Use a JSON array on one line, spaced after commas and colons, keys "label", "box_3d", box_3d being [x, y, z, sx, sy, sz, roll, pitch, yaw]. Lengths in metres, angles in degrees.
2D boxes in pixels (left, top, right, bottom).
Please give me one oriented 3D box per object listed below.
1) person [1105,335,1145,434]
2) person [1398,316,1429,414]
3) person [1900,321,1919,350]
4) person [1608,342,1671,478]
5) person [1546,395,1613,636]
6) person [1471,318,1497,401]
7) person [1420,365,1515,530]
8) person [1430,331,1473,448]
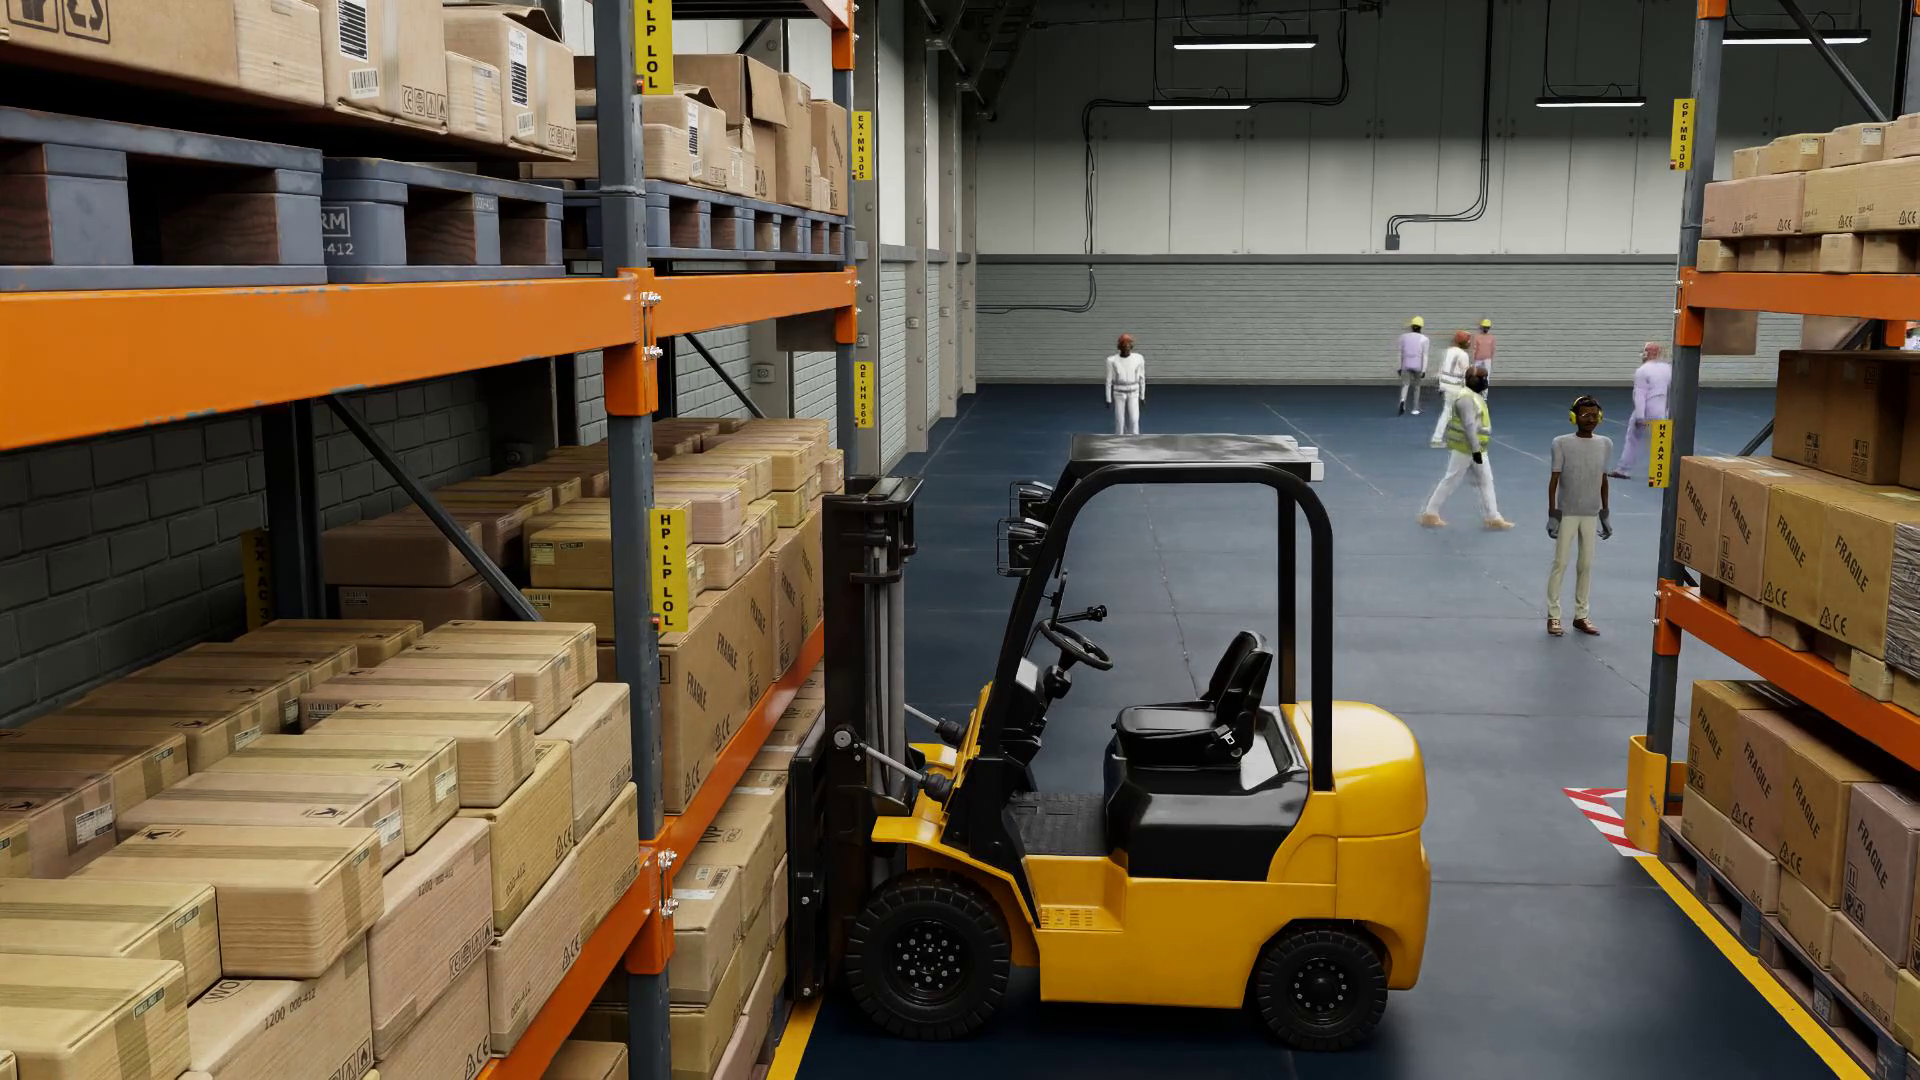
[{"label": "person", "box_3d": [2.452, -2.111, 24.663, 0.600, 1.837, 0.845, 0, 9, 0]}, {"label": "person", "box_3d": [8.673, -3.338, 31.886, 0.595, 1.901, 0.641, 5, 11, 29]}, {"label": "person", "box_3d": [17.273, -3.100, 30.444, 0.757, 1.902, 0.622, -6, 11, -31]}, {"label": "person", "box_3d": [9.182, -1.699, 22.114, 0.666, 1.863, 0.997, -5, 11, -29]}, {"label": "person", "box_3d": [4.805, -0.188, 12.898, 0.510, 1.872, 0.329, -1, 9, -6]}, {"label": "person", "box_3d": [11.172, -3.865, 35.536, 0.520, 1.747, 0.667, 2, 10, 14]}, {"label": "person", "box_3d": [5.517, -1.003, 18.088, 0.970, 1.799, 0.626, 6, 11, 33]}, {"label": "person", "box_3d": [7.797, -2.348, 26.045, 0.835, 1.845, 0.604, -1, 9, -7]}]
